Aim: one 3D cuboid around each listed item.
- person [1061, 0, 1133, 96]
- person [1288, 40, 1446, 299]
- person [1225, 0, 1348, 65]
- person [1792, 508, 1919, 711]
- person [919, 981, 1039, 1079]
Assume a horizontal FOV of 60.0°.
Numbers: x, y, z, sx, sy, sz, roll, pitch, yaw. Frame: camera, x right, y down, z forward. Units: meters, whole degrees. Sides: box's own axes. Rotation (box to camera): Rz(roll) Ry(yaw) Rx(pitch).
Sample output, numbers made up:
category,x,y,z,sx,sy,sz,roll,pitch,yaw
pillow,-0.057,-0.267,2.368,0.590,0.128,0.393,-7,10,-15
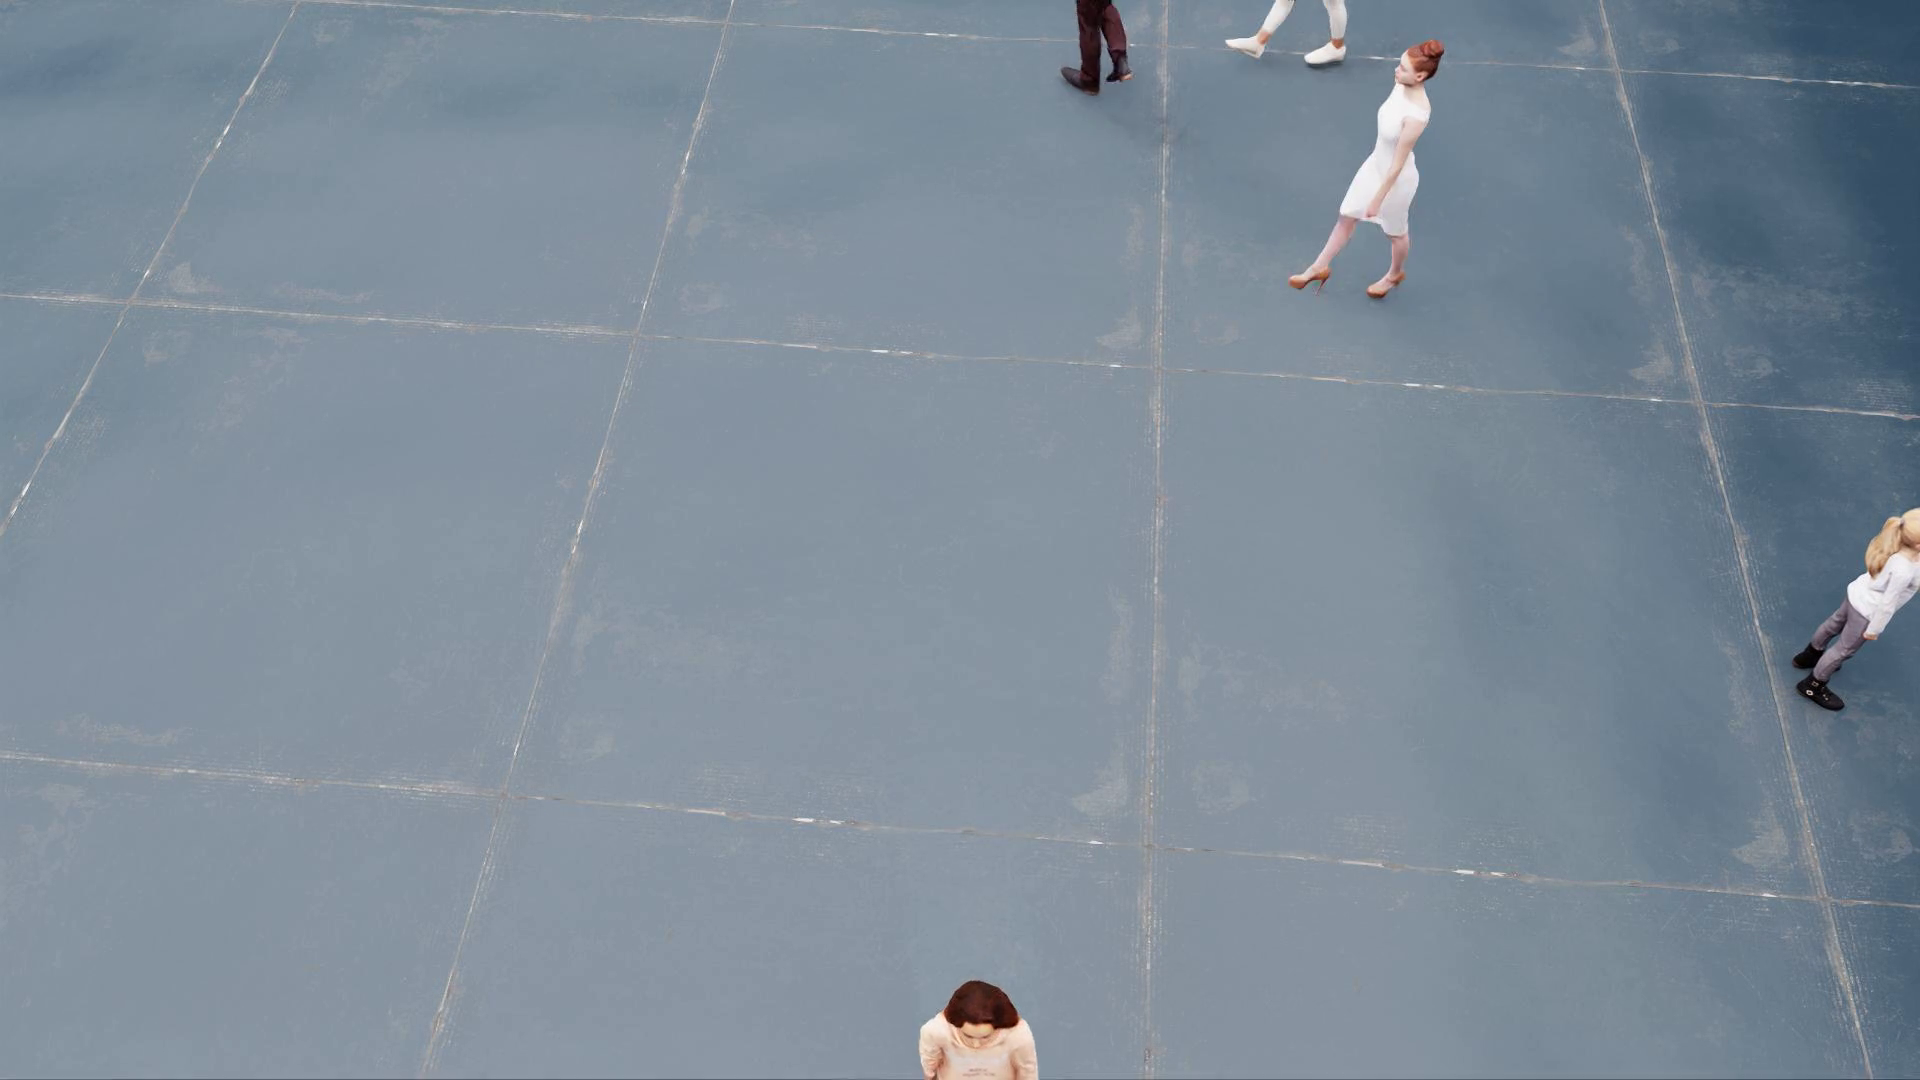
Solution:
category,x,y,z,sx,sy,sz,roll,pitch,yaw
person,0.932,-3.492,10.164,0.895,1.857,0.954,-34,59,-23
person,2.429,-1.944,9.019,0.922,1.771,0.681,-3,52,-2
person,2.372,-3.699,10.440,1.106,1.674,0.817,-9,53,-7
person,4.148,0.285,7.605,0.549,1.277,0.528,13,53,10
person,0.072,1.945,6.210,0.918,1.451,0.717,-1,52,-1
